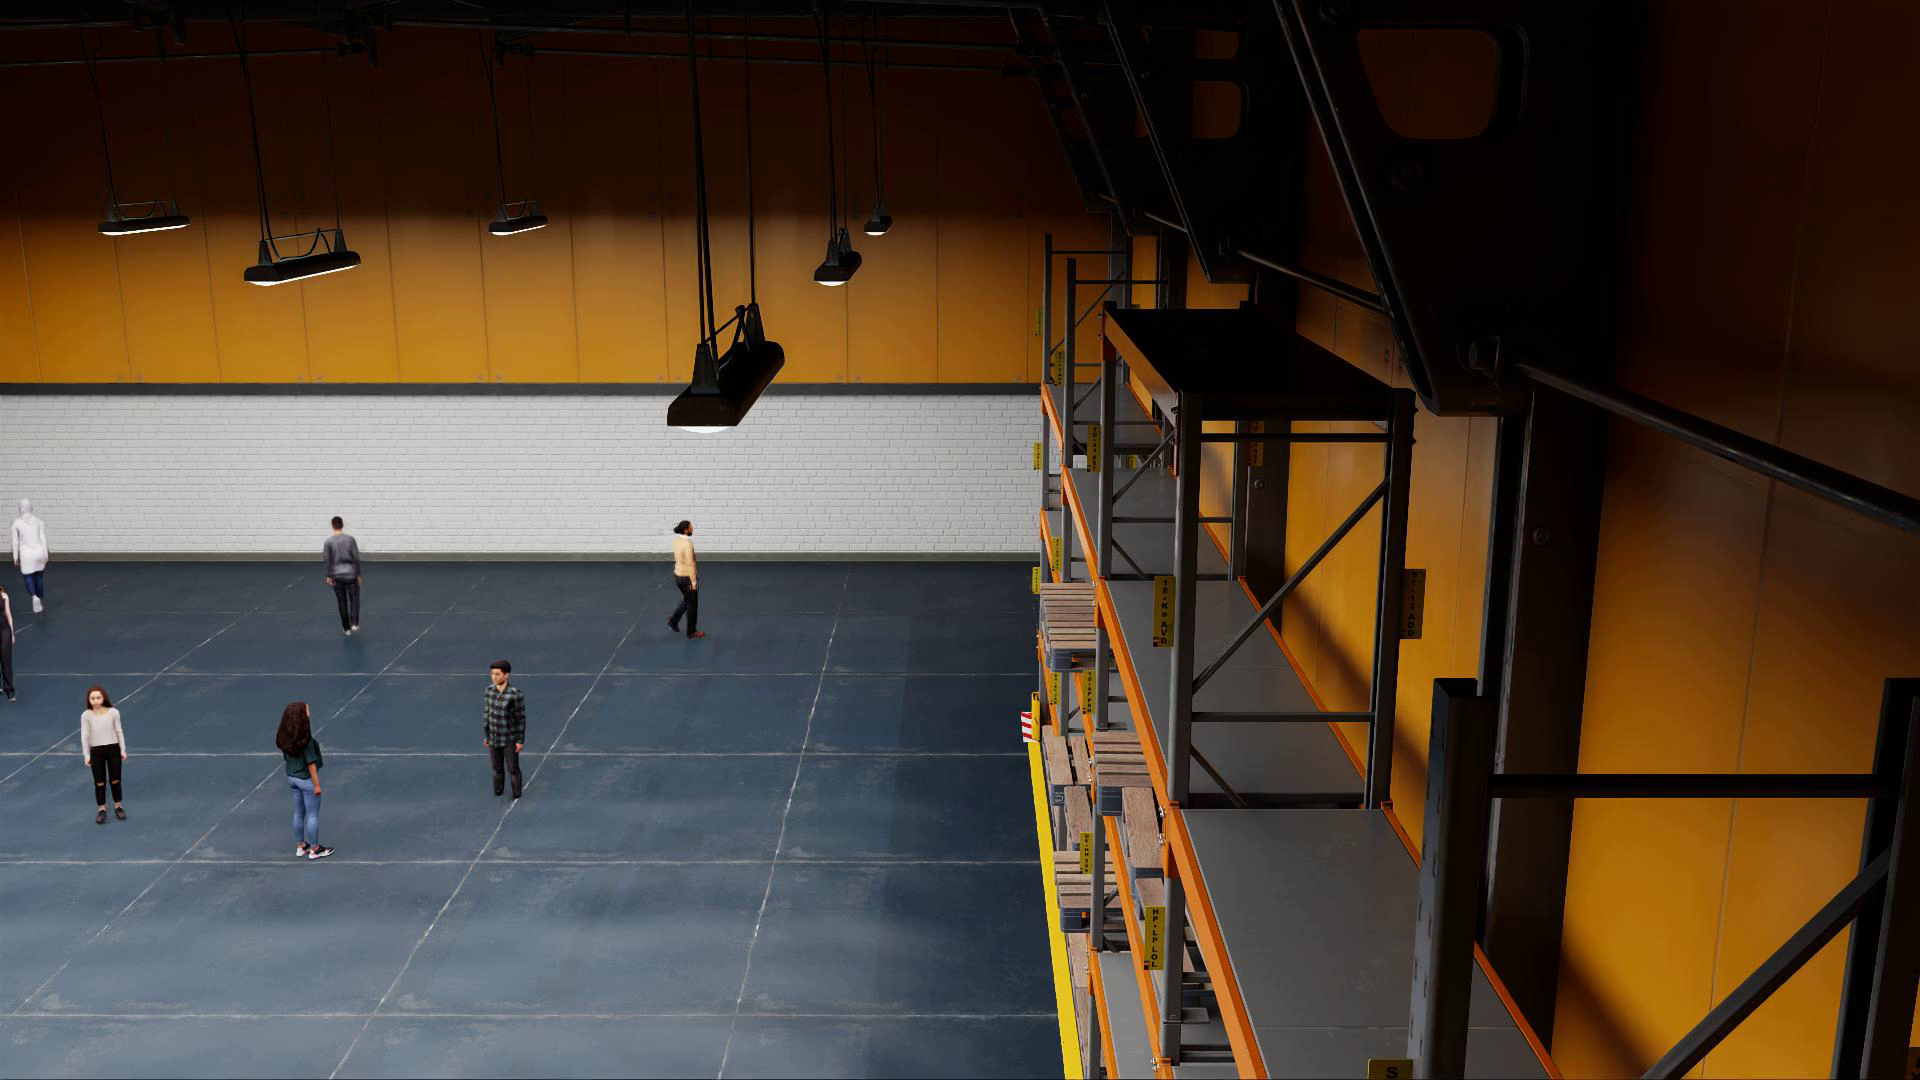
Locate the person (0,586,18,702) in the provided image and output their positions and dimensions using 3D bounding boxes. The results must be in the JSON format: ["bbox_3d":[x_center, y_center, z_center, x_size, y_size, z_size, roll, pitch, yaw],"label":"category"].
[{"bbox_3d":[-12.412,1.213,21.370,1.056,1.695,1.218,-10,17,-35],"label":"person"}]

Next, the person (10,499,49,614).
[{"bbox_3d":[-13.992,0.279,25.094,0.959,1.758,1.077,-10,17,-35],"label":"person"}]

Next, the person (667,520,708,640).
[{"bbox_3d":[-4.001,0.574,23.905,0.932,1.745,0.885,-8,16,-31],"label":"person"}]

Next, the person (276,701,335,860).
[{"bbox_3d":[-6.576,2.395,16.658,0.705,1.617,0.739,8,16,29],"label":"person"}]

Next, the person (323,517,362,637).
[{"bbox_3d":[-8.896,0.537,24.034,0.724,1.756,0.718,-5,15,-21],"label":"person"}]

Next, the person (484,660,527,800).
[{"bbox_3d":[-4.986,2.122,18.141,0.738,1.715,0.659,5,15,20],"label":"person"}]

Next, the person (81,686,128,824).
[{"bbox_3d":[-9.039,2.241,17.576,0.617,1.484,0.621,-8,16,-29],"label":"person"}]
